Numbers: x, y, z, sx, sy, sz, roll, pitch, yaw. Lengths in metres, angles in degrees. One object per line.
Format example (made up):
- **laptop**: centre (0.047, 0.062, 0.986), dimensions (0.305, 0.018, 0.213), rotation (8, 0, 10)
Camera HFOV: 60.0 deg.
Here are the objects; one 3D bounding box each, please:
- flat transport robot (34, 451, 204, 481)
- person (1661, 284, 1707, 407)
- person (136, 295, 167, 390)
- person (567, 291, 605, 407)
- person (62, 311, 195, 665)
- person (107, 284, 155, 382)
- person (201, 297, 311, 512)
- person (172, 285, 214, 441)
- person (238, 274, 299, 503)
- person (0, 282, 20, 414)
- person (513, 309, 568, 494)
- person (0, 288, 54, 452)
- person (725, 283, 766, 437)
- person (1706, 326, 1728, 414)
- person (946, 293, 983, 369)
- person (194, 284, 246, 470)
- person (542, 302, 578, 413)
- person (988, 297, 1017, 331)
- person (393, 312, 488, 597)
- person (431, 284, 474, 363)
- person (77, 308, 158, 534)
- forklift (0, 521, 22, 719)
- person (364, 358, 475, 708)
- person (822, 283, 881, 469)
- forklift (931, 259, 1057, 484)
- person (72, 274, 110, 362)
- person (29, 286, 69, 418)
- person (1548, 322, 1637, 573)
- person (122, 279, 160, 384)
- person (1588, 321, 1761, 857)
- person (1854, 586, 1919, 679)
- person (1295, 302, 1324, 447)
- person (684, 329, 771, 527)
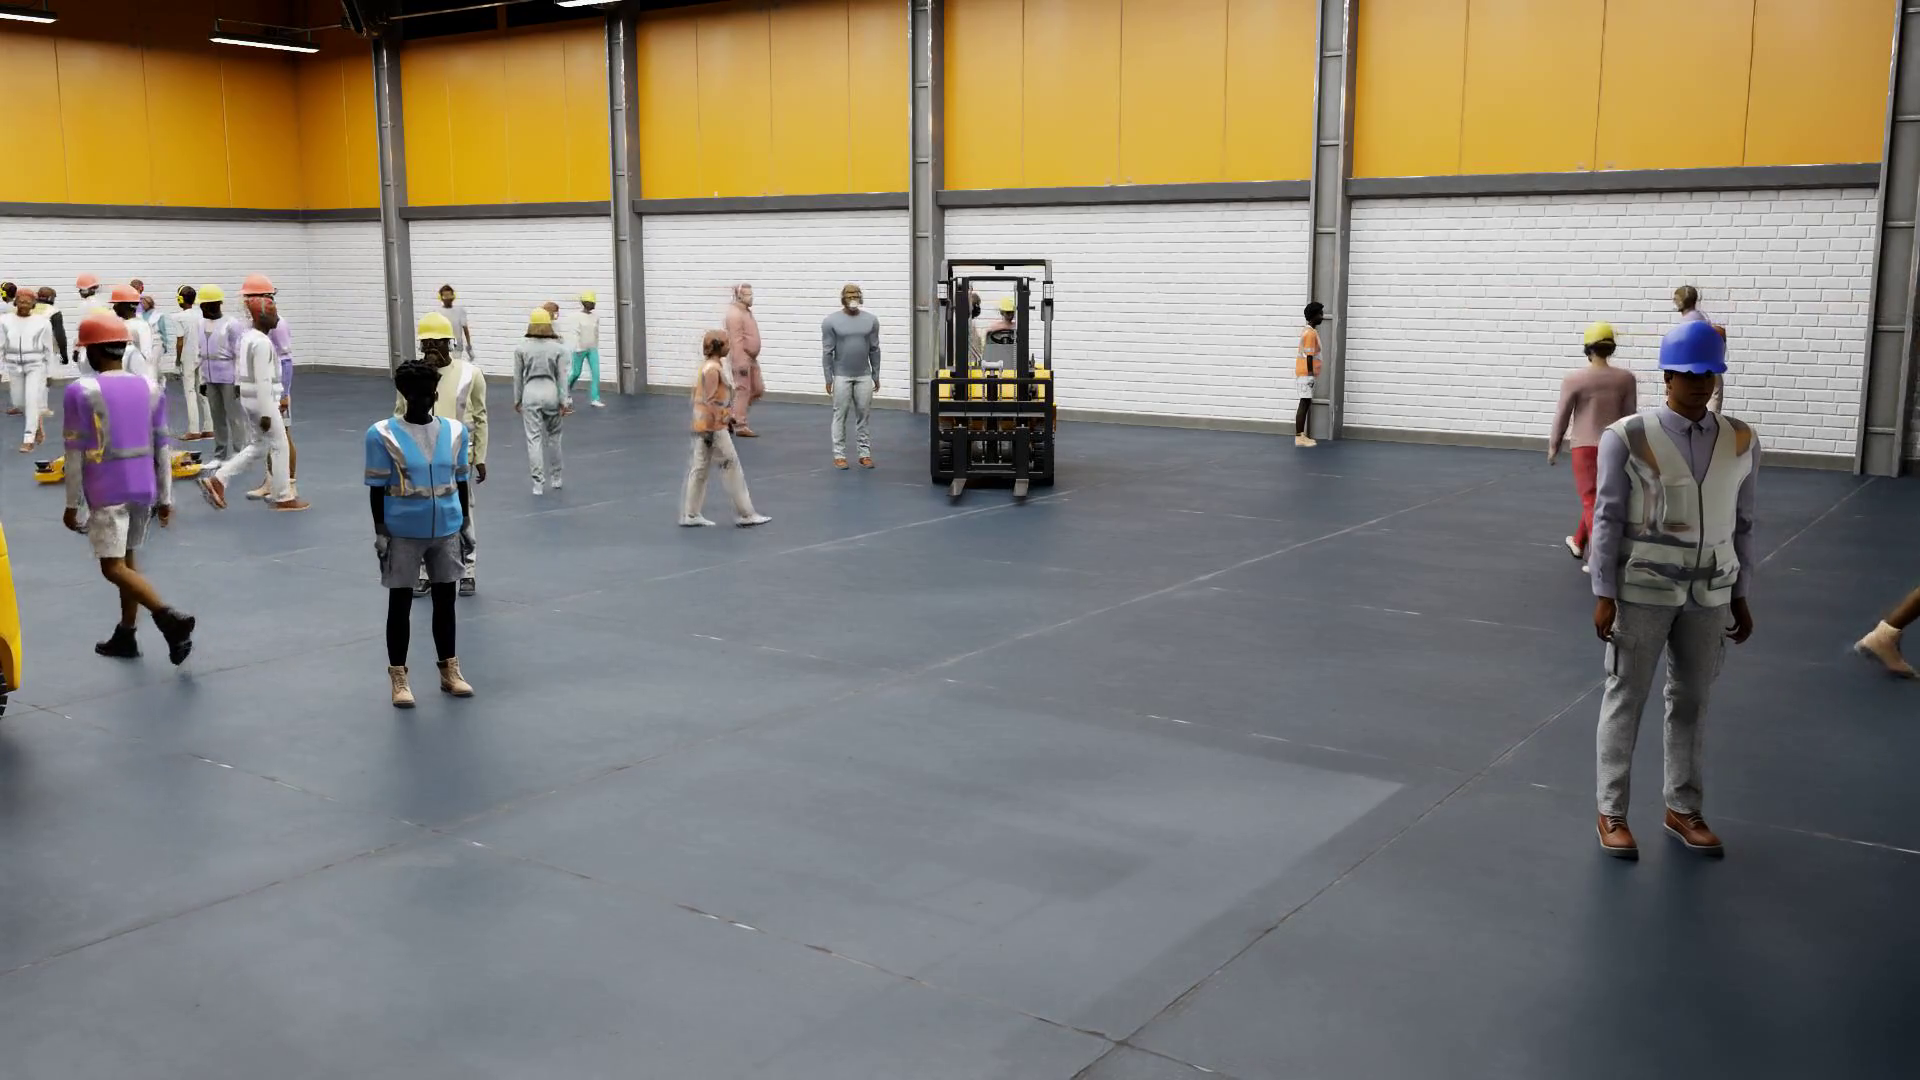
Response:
- **flat transport robot**: centre (-8.359, -0.747, 16.572), dimensions (1.431, 0.197, 0.652), rotation (-3, 10, -17)
- **person**: centre (7.392, -1.649, 17.047), dimensions (0.598, 1.914, 0.655), rotation (6, 11, 32)
- **person**: centre (-13.119, -3.173, 27.038), dimensions (0.522, 1.616, 0.690), rotation (1, 10, 4)
- **person**: centre (-5.636, -2.863, 24.854), dimensions (0.819, 1.726, 0.521), rotation (9, 13, 43)
- **person**: centre (-4.405, -0.262, 8.838), dimensions (0.838, 1.907, 0.541), rotation (5, 11, 26)
- **person**: centre (-7.929, -1.474, 15.947), dimensions (0.356, 1.939, 0.543), rotation (-1, 10, -4)
- **person**: centre (-6.042, -1.141, 14.197), dimensions (0.777, 1.862, 0.586), rotation (-7, 12, -36)
- **person**: centre (-9.262, -2.123, 20.044), dimensions (0.328, 1.862, 0.509), rotation (4, 10, 21)
- **person**: centre (-6.217, -1.355, 14.924), dimensions (0.609, 2.044, 0.394), rotation (8, 13, 41)
- **person**: centre (-13.320, -2.697, 23.437), dimensions (0.317, 1.870, 0.523), rotation (3, 10, 15)
- **person**: centre (-3.935, -1.309, 15.648), dimensions (0.503, 1.709, 0.839), rotation (-2, 10, -13)
- **person**: centre (-10.666, -1.951, 19.032), dimensions (0.605, 1.859, 0.763), rotation (-2, 10, -14)
- **person**: centre (-2.628, -2.198, 20.397), dimensions (0.437, 1.892, 0.646), rotation (2, 10, 13)
- **person**: centre (6.128, -0.942, 13.681), dimensions (0.267, 1.632, 0.509), rotation (1, 10, 7)
- **person**: centre (0.178, -1.822, 18.415), dimensions (0.888, 1.802, 0.625), rotation (0, 10, 0)
- **person**: centre (-7.623, -1.666, 17.130), dimensions (0.591, 1.923, 0.381), rotation (5, 11, 25)
- **person**: centre (-5.887, -2.598, 23.702), dimensions (0.889, 1.584, 0.511), rotation (2, 10, 15)
- **person**: centre (0.535, -2.120, 20.409), dimensions (0.537, 1.736, 0.857), rotation (-4, 10, -22)
- **person**: centre (-3.344, -0.543, 10.710), dimensions (0.587, 1.835, 0.403), rotation (-1, 10, -6)
- **person**: centre (-7.206, -2.695, 23.553), dimensions (0.522, 1.834, 0.879), rotation (-6, 11, -31)
- **person**: centre (-6.817, -0.984, 13.475), dimensions (0.601, 1.791, 0.921), rotation (1, 10, 5)
- **forklift**: centre (-5.296, -0.090, 6.943), dimensions (1.214, 2.155, 2.313), rotation (7, 12, 35)
- **person**: centre (-2.628, -0.041, 8.137), dimensions (0.532, 1.694, 0.319), rotation (-8, 12, -40)
- **person**: centre (-1.122, -1.696, 17.299), dimensions (0.627, 1.932, 0.368), rotation (-4, 10, -20)
- **forklift**: centre (0.370, -1.738, 16.759), dimensions (1.214, 2.155, 2.313), rotation (1, 10, 3)
- **person**: centre (-11.941, -2.629, 22.727), dimensions (0.836, 1.964, 0.653), rotation (0, 10, 1)
- **person**: centre (-12.614, -2.587, 22.969), dimensions (0.654, 1.807, 0.580), rotation (3, 10, 17)
- **person**: centre (4.394, -0.652, 11.651), dimensions (0.551, 1.721, 0.870), rotation (-1, 10, -6)
- **person**: centre (-14.264, -3.605, 28.935), dimensions (0.563, 1.837, 0.381), rotation (-2, 10, -14)
- **person**: centre (2.587, 0.184, 6.044), dimensions (0.608, 1.948, 0.389), rotation (-1, 10, -5)
- **person**: centre (5.168, -0.250, 8.455), dimensions (0.968, 2.012, 0.622), rotation (5, 11, 29)
- **person**: centre (4.064, -1.926, 19.384), dimensions (0.321, 1.691, 0.532), rotation (2, 10, 10)
- **person**: centre (-1.895, -0.898, 13.479), dimensions (0.774, 1.605, 0.525), rotation (-3, 10, -15)
